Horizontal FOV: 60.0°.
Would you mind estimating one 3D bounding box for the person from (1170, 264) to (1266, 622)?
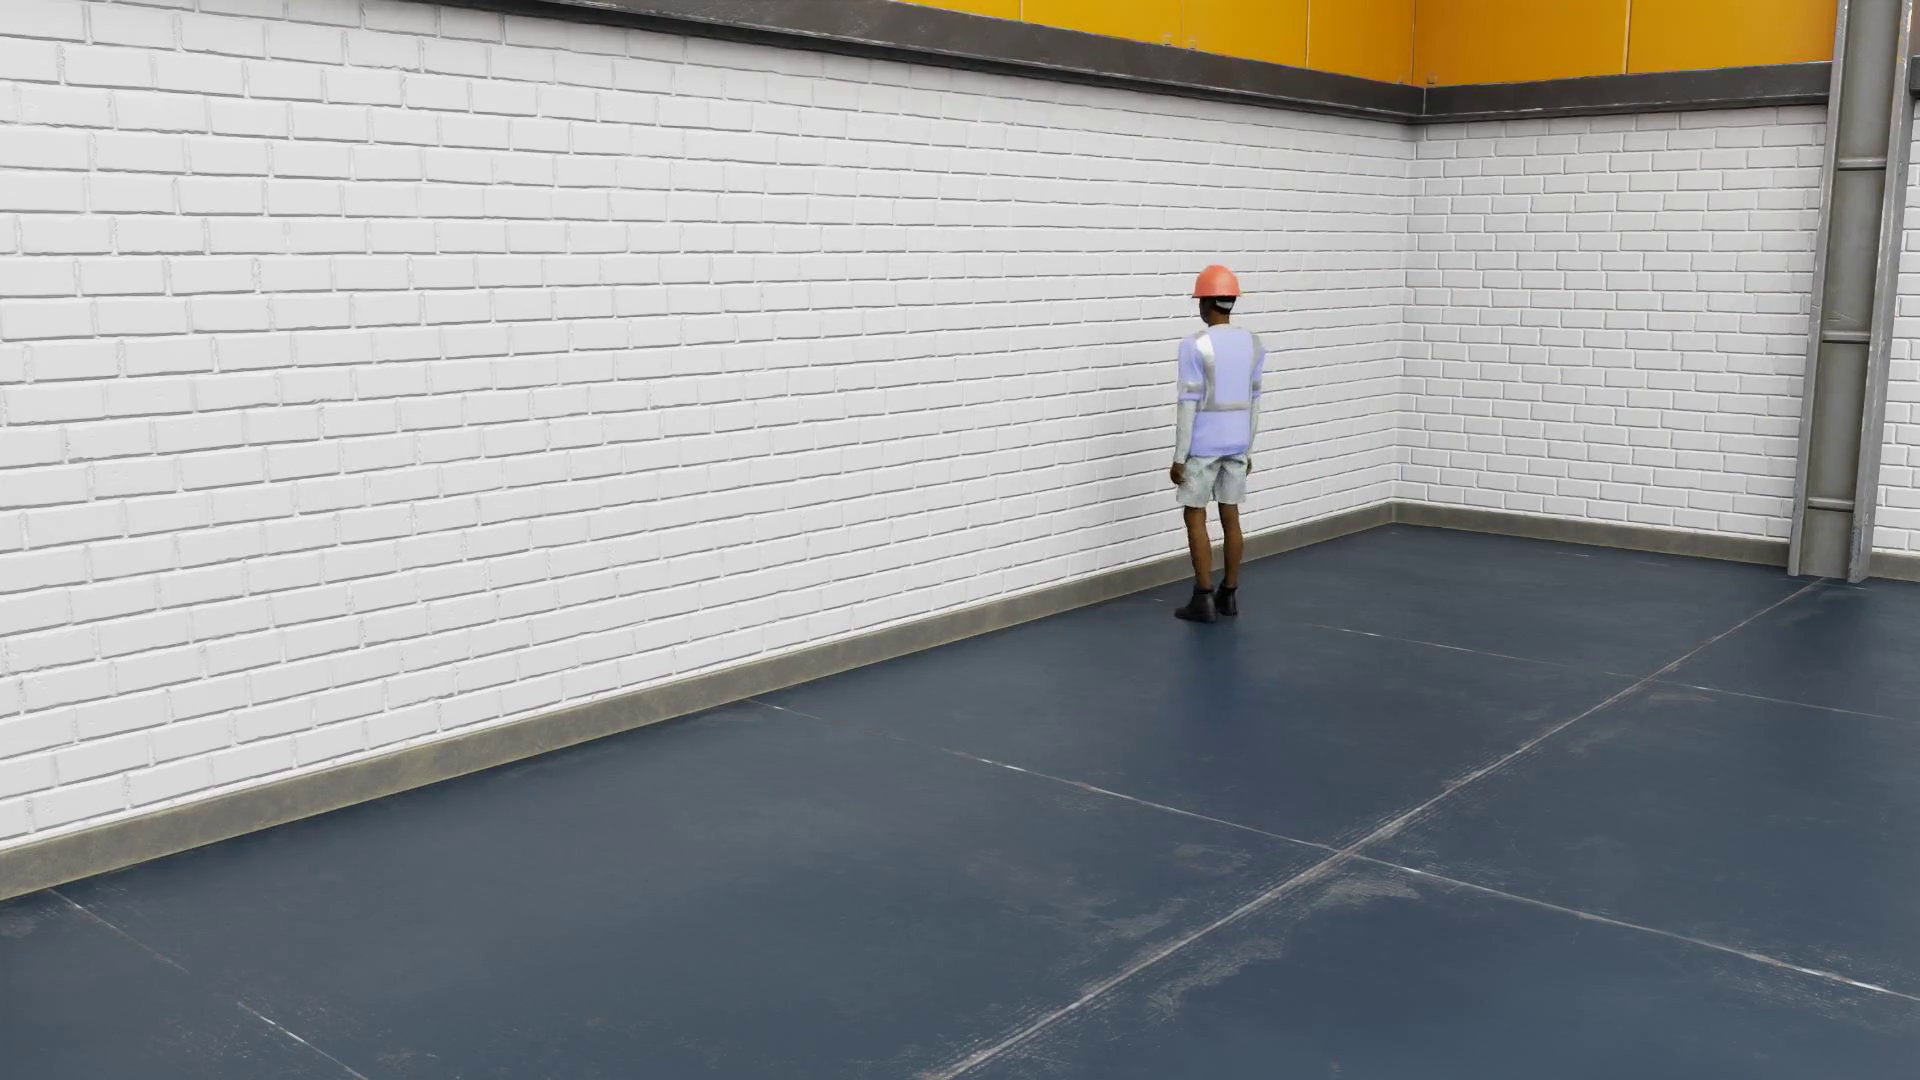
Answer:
[{"bbox_3d":[1.381,-0.522,9.057,0.549,1.939,0.365,-5,11,-28],"label":"person"}]
